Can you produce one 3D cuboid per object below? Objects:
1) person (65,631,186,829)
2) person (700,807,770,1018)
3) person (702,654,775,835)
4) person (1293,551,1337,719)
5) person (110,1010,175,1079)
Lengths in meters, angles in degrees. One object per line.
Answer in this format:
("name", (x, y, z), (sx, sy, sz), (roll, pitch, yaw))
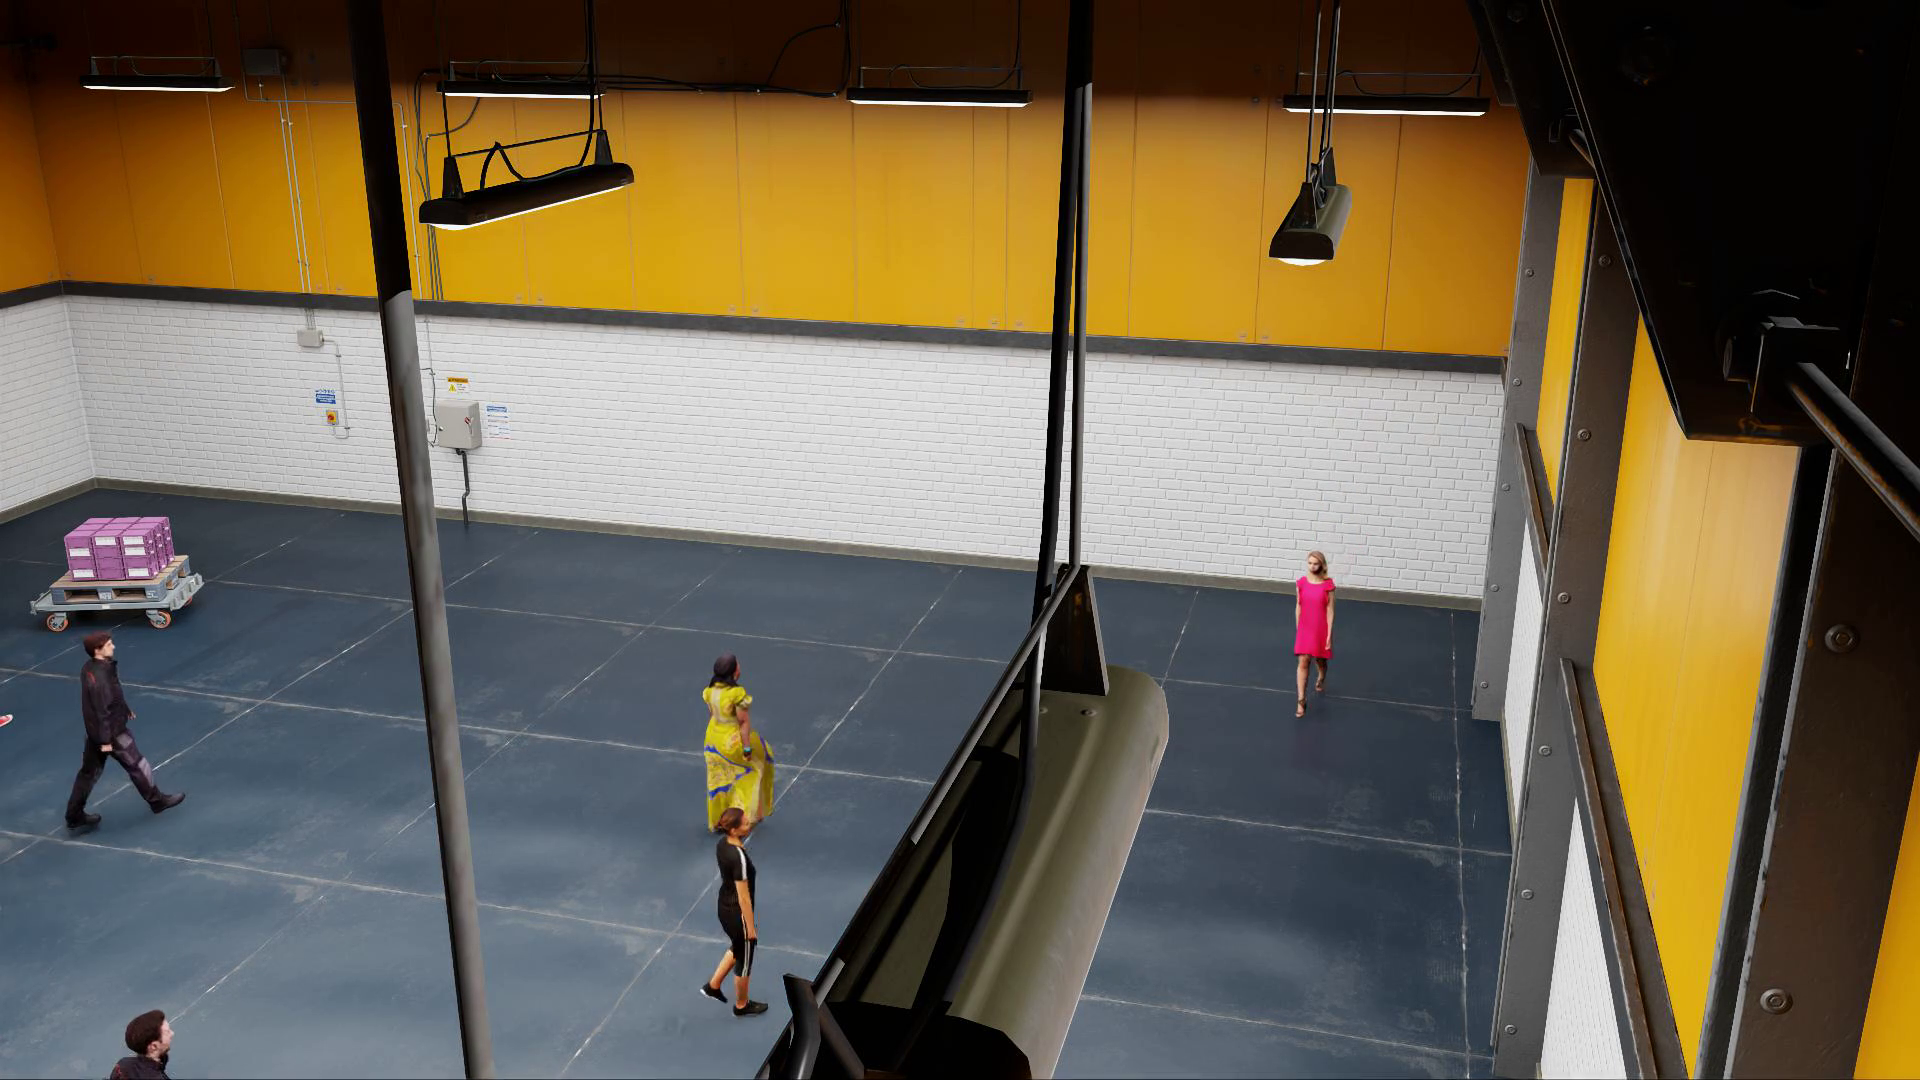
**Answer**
("person", (-7.497, 1.687, 14.411), (1.311, 1.792, 1.135), (-16, 24, -40))
("person", (-1.653, 2.648, 11.768), (0.837, 1.658, 0.785), (-7, 20, -20))
("person", (-2.026, 1.797, 14.316), (0.887, 1.645, 0.993), (13, 23, 34))
("person", (3.630, 0.910, 16.869), (0.683, 1.696, 1.041), (8, 20, 21))
("person", (-4.391, 3.465, 9.008), (0.978, 1.871, 1.207), (14, 23, 35))
